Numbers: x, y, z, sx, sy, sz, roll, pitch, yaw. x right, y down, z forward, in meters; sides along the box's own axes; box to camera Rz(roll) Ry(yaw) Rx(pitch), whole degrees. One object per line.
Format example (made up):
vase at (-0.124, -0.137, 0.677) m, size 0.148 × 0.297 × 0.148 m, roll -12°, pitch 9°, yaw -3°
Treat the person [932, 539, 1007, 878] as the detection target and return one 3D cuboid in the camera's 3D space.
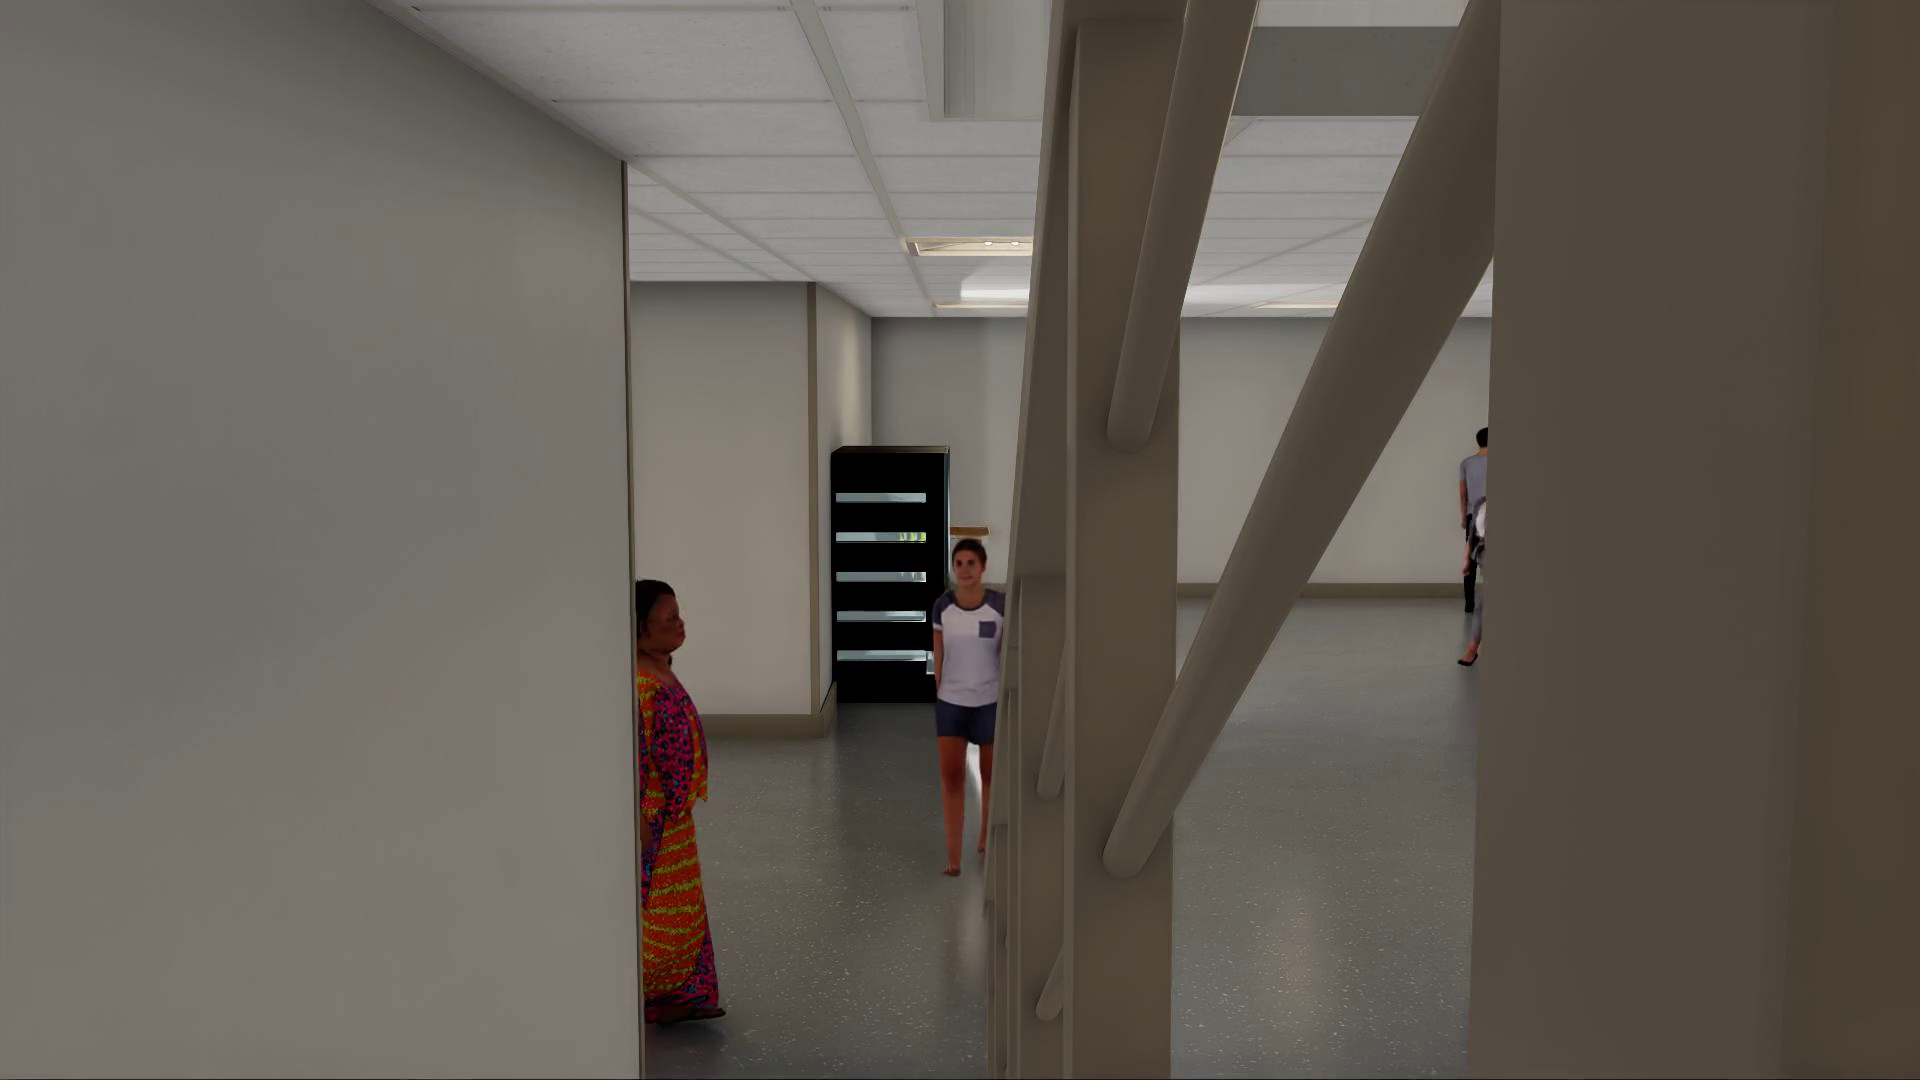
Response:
person at (0.084, 0.811, 8.072) m, size 0.630 × 1.575 × 1.017 m, roll 1°, pitch 6°, yaw 5°
